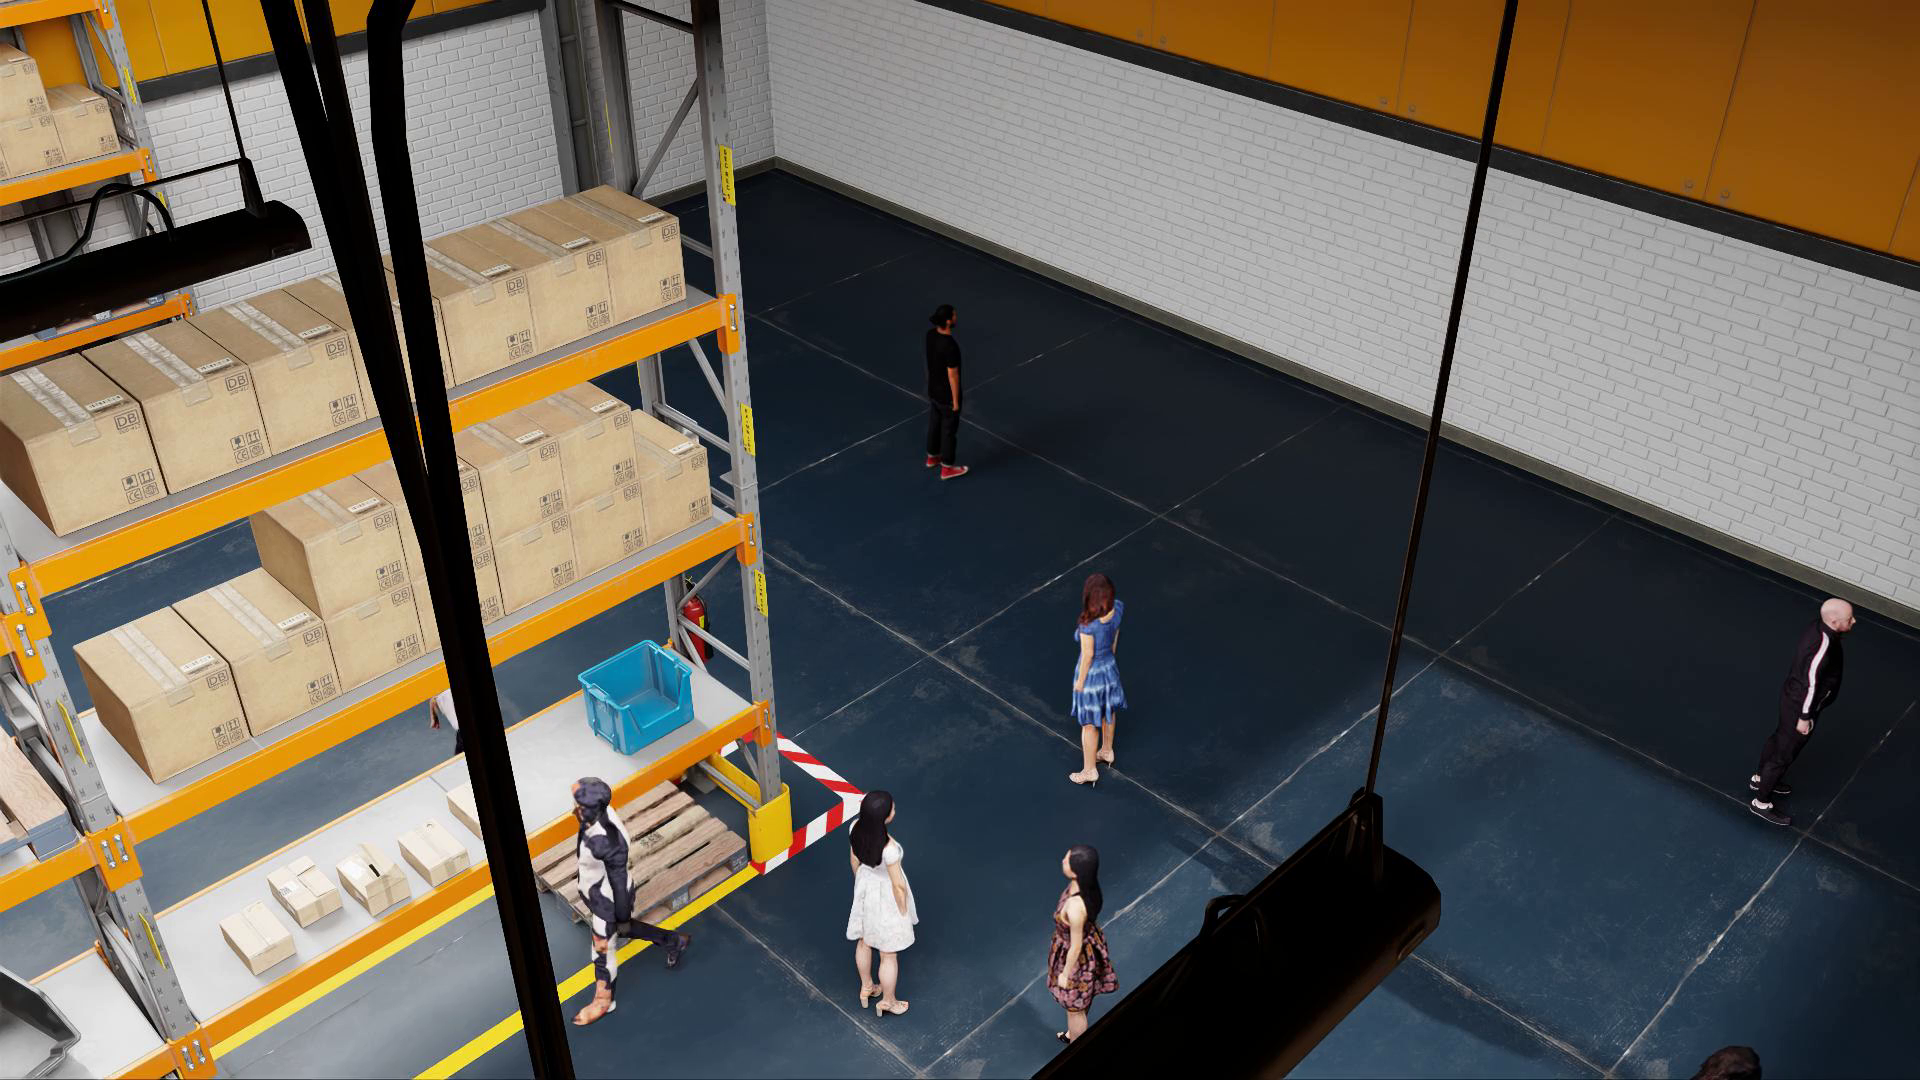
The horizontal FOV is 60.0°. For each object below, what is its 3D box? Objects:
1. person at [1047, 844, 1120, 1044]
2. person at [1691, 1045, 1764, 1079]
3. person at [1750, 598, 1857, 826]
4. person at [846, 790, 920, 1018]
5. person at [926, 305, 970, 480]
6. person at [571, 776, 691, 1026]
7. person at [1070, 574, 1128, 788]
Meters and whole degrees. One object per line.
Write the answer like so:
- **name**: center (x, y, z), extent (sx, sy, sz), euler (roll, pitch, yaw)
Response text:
- **person**: center (0.688, 2.473, 9.883), extent (0.856, 1.775, 0.776), euler (7, 34, 11)
- **person**: center (3.938, 3.278, 8.812), extent (0.656, 1.620, 0.637), euler (-16, 37, -23)
- **person**: center (5.960, 1.165, 11.796), extent (0.816, 1.836, 0.651), euler (14, 36, 20)
- **person**: center (-0.494, 2.234, 10.245), extent (0.608, 1.773, 0.629), euler (-29, 43, -36)
- **person**: center (-0.155, -1.416, 15.751), extent (0.627, 1.756, 0.674), euler (-20, 38, -27)
- **person**: center (-2.103, 2.166, 10.258), extent (1.178, 1.872, 0.918), euler (-16, 37, -23)
- **person**: center (0.979, 1.010, 12.057), extent (0.760, 1.805, 0.560), euler (22, 39, 29)
